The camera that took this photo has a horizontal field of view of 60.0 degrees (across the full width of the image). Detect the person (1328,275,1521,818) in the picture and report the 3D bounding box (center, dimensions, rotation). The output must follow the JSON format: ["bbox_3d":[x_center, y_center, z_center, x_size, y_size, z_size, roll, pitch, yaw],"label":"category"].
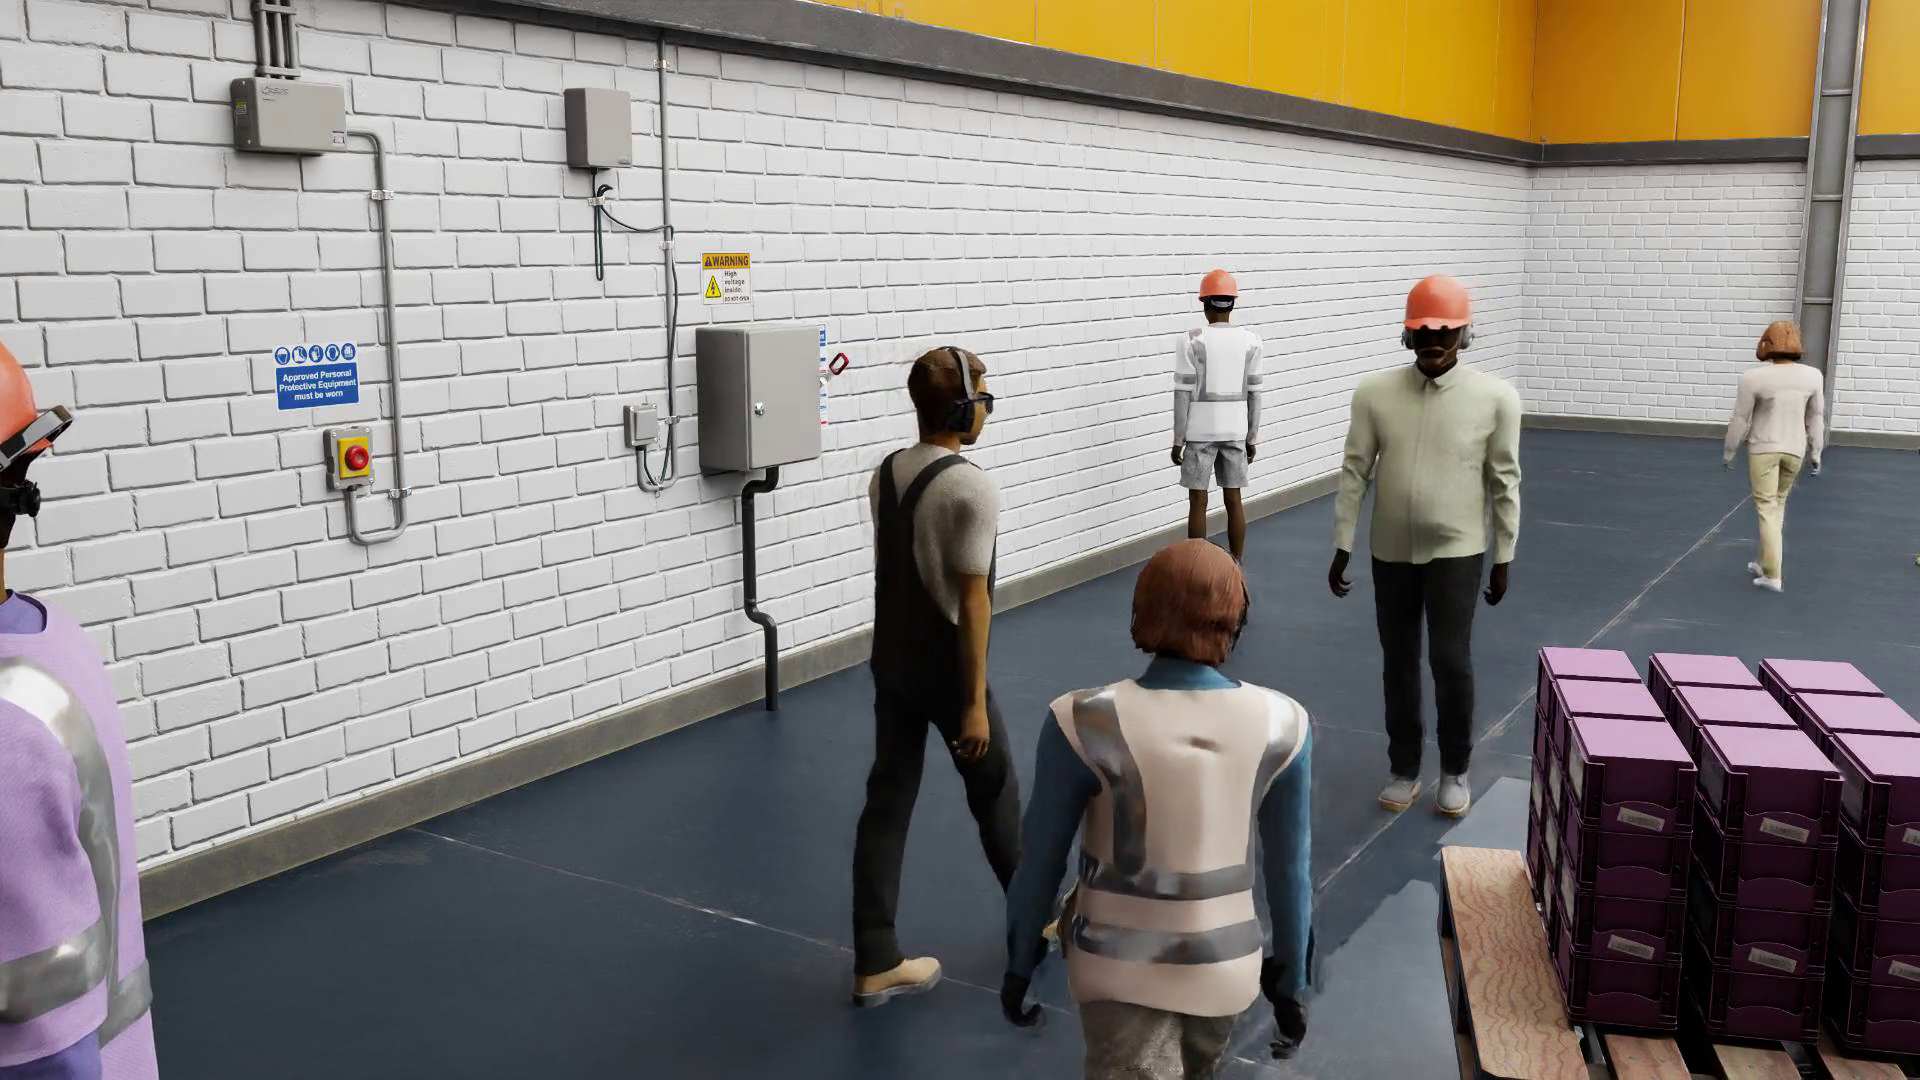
[{"bbox_3d":[1.675,0.040,6.040,0.638,1.978,0.480,6,12,30],"label":"person"}]

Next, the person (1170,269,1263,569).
[{"bbox_3d":[1.514,-0.637,9.917,0.543,1.930,0.380,-2,11,-13],"label":"person"}]

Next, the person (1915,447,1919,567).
[{"bbox_3d":[6.379,-0.640,10.560,0.531,1.698,0.320,1,10,4],"label":"person"}]

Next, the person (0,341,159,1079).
[{"bbox_3d":[-1.119,0.748,1.916,0.373,2.042,0.614,-6,12,-28],"label":"person"}]

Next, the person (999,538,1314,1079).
[{"bbox_3d":[0.371,0.788,2.949,0.539,1.588,0.873,-4,11,-19],"label":"person"}]

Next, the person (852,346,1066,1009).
[{"bbox_3d":[0.029,0.365,4.685,0.906,1.806,0.543,-9,14,-41],"label":"person"}]

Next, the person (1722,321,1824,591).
[{"bbox_3d":[4.917,-0.527,10.154,0.530,1.604,0.693,0,10,-2],"label":"person"}]
